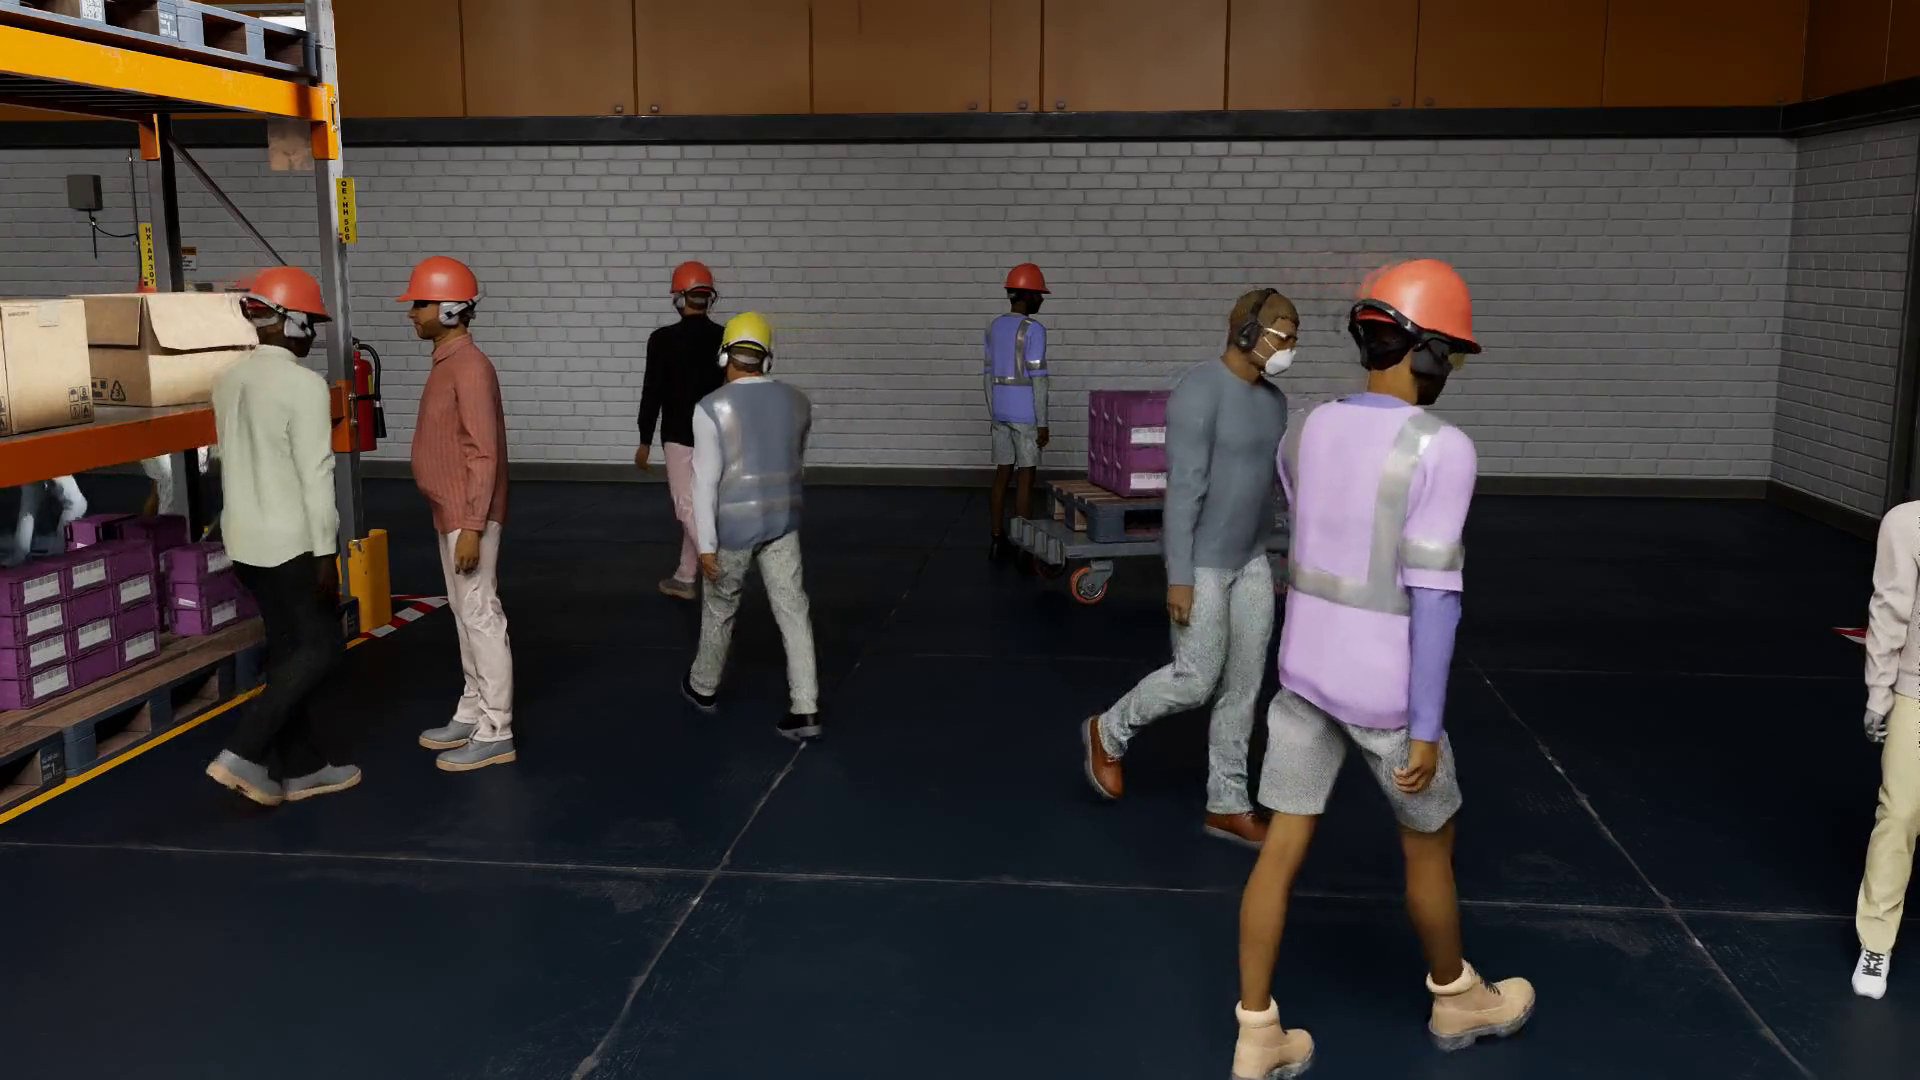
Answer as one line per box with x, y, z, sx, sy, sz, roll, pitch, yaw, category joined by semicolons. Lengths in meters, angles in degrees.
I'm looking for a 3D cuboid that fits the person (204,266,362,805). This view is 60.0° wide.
-2.454;0.016;5.942;0.645;1.964;0.601;7;12;34;person

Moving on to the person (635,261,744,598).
-1.463;-0.578;9.349;0.957;1.965;0.604;10;14;44;person

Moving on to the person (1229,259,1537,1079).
1.041;0.328;4.063;0.997;1.983;0.643;-6;12;-33;person

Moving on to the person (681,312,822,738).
-0.879;-0.065;7.011;0.586;1.772;1.002;-7;12;-34;person

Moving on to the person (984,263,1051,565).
0.395;-0.809;10.744;0.373;1.933;0.549;-8;12;-37;person

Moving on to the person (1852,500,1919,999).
2.679;0.445;4.431;0.501;1.632;0.286;4;11;20;person

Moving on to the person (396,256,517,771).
-1.962;-0.102;6.521;0.381;1.996;0.608;-5;11;-25;person

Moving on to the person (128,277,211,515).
-4.833;-0.678;10.169;0.940;1.895;0.623;8;12;37;person

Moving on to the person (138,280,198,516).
-4.862;-0.692;10.181;0.584;1.893;0.432;6;12;31;person

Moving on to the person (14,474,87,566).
-5.380;-0.490;9.823;0.535;1.609;0.514;-8;12;-37;person

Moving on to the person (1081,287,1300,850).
0.814;0.086;5.733;0.716;1.902;0.691;9;14;43;person
